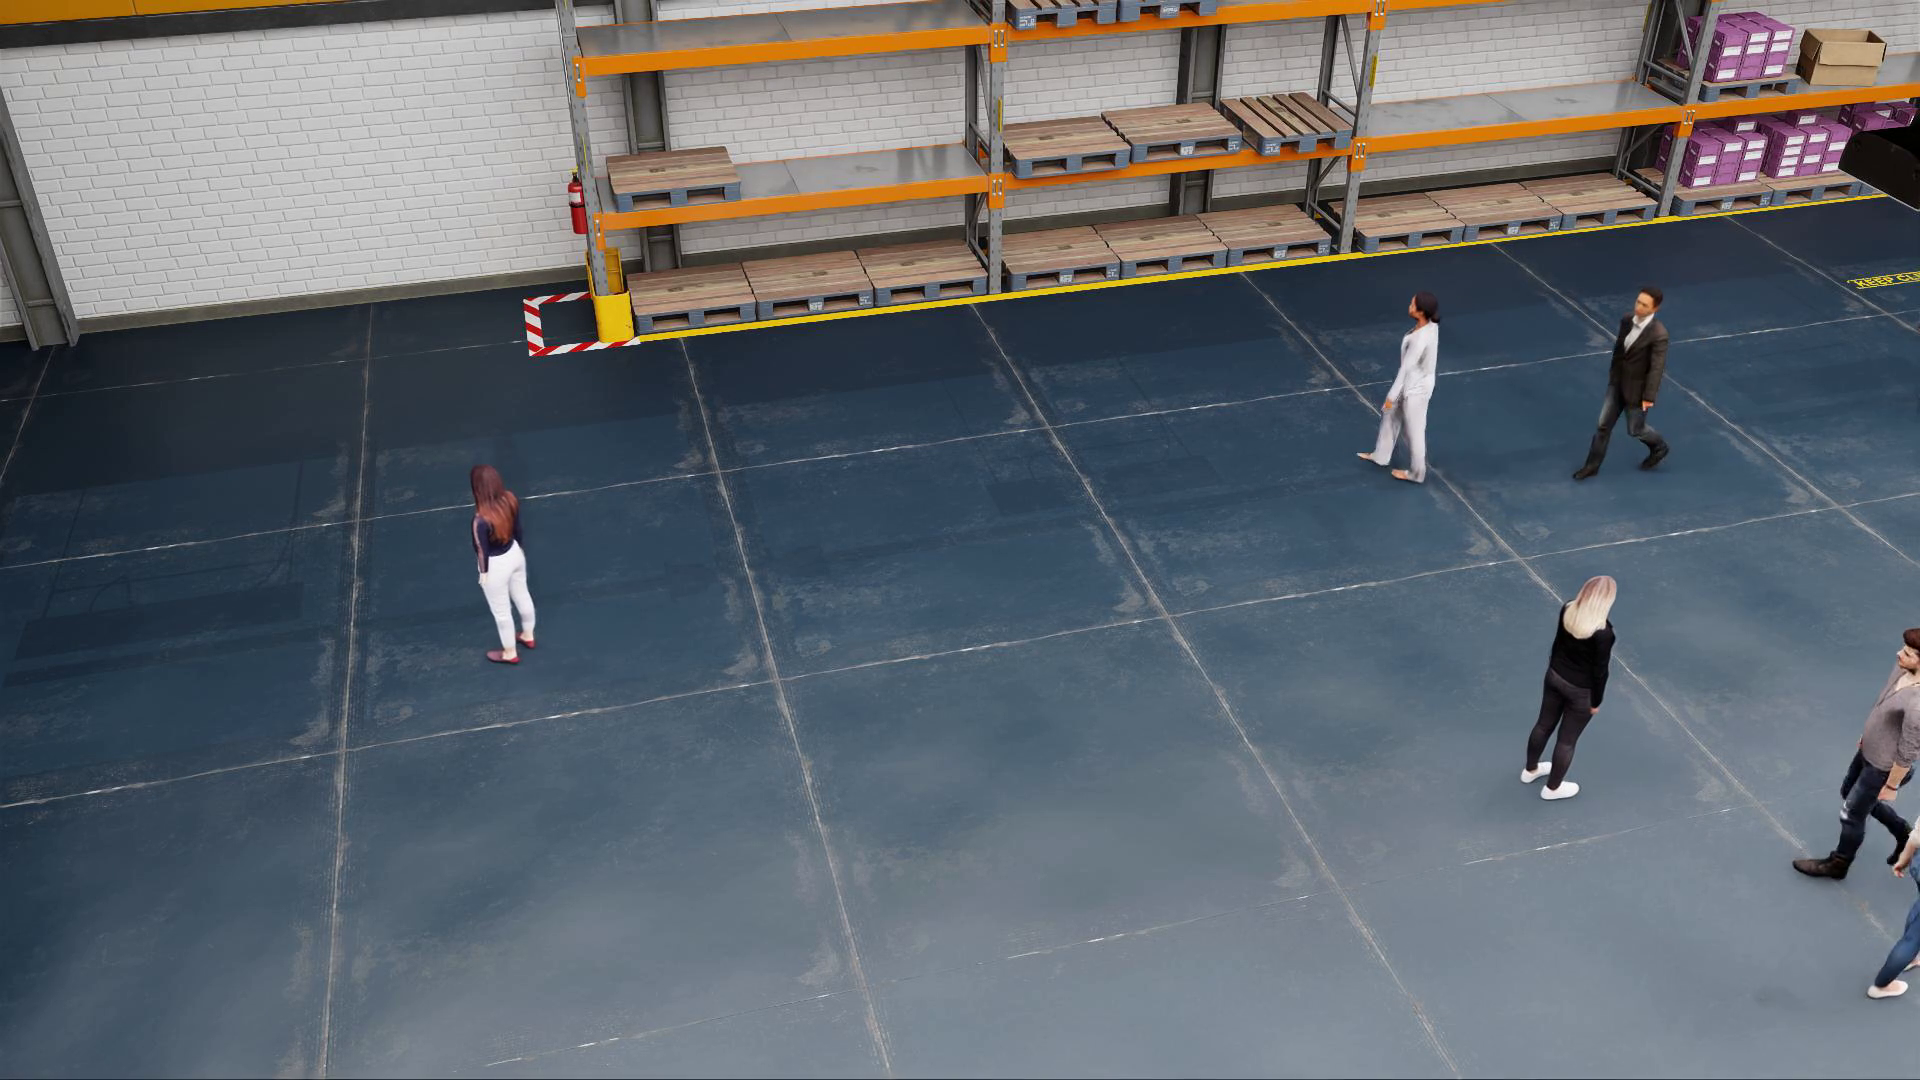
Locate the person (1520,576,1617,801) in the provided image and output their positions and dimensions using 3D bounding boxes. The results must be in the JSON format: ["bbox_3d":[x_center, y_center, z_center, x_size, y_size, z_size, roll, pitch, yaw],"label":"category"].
[{"bbox_3d":[3.890,0.933,10.600,0.603,1.684,0.644,-16,37,-23],"label":"person"}]

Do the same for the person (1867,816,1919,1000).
[{"bbox_3d":[5.322,1.880,9.151,0.768,1.710,0.649,-11,35,-16],"label":"person"}]

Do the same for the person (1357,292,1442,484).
[{"bbox_3d":[3.869,-1.239,13.839,1.004,1.715,0.932,15,36,21],"label":"person"}]

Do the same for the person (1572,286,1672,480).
[{"bbox_3d":[5.703,-1.308,13.895,1.138,1.769,0.814,-12,35,-17],"label":"person"}]

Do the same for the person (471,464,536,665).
[{"bbox_3d":[-3.269,0.160,11.831,0.726,1.608,0.684,14,36,19],"label":"person"}]

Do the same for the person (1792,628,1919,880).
[{"bbox_3d":[5.563,1.321,9.833,1.089,1.886,0.987,12,36,18],"label":"person"}]
